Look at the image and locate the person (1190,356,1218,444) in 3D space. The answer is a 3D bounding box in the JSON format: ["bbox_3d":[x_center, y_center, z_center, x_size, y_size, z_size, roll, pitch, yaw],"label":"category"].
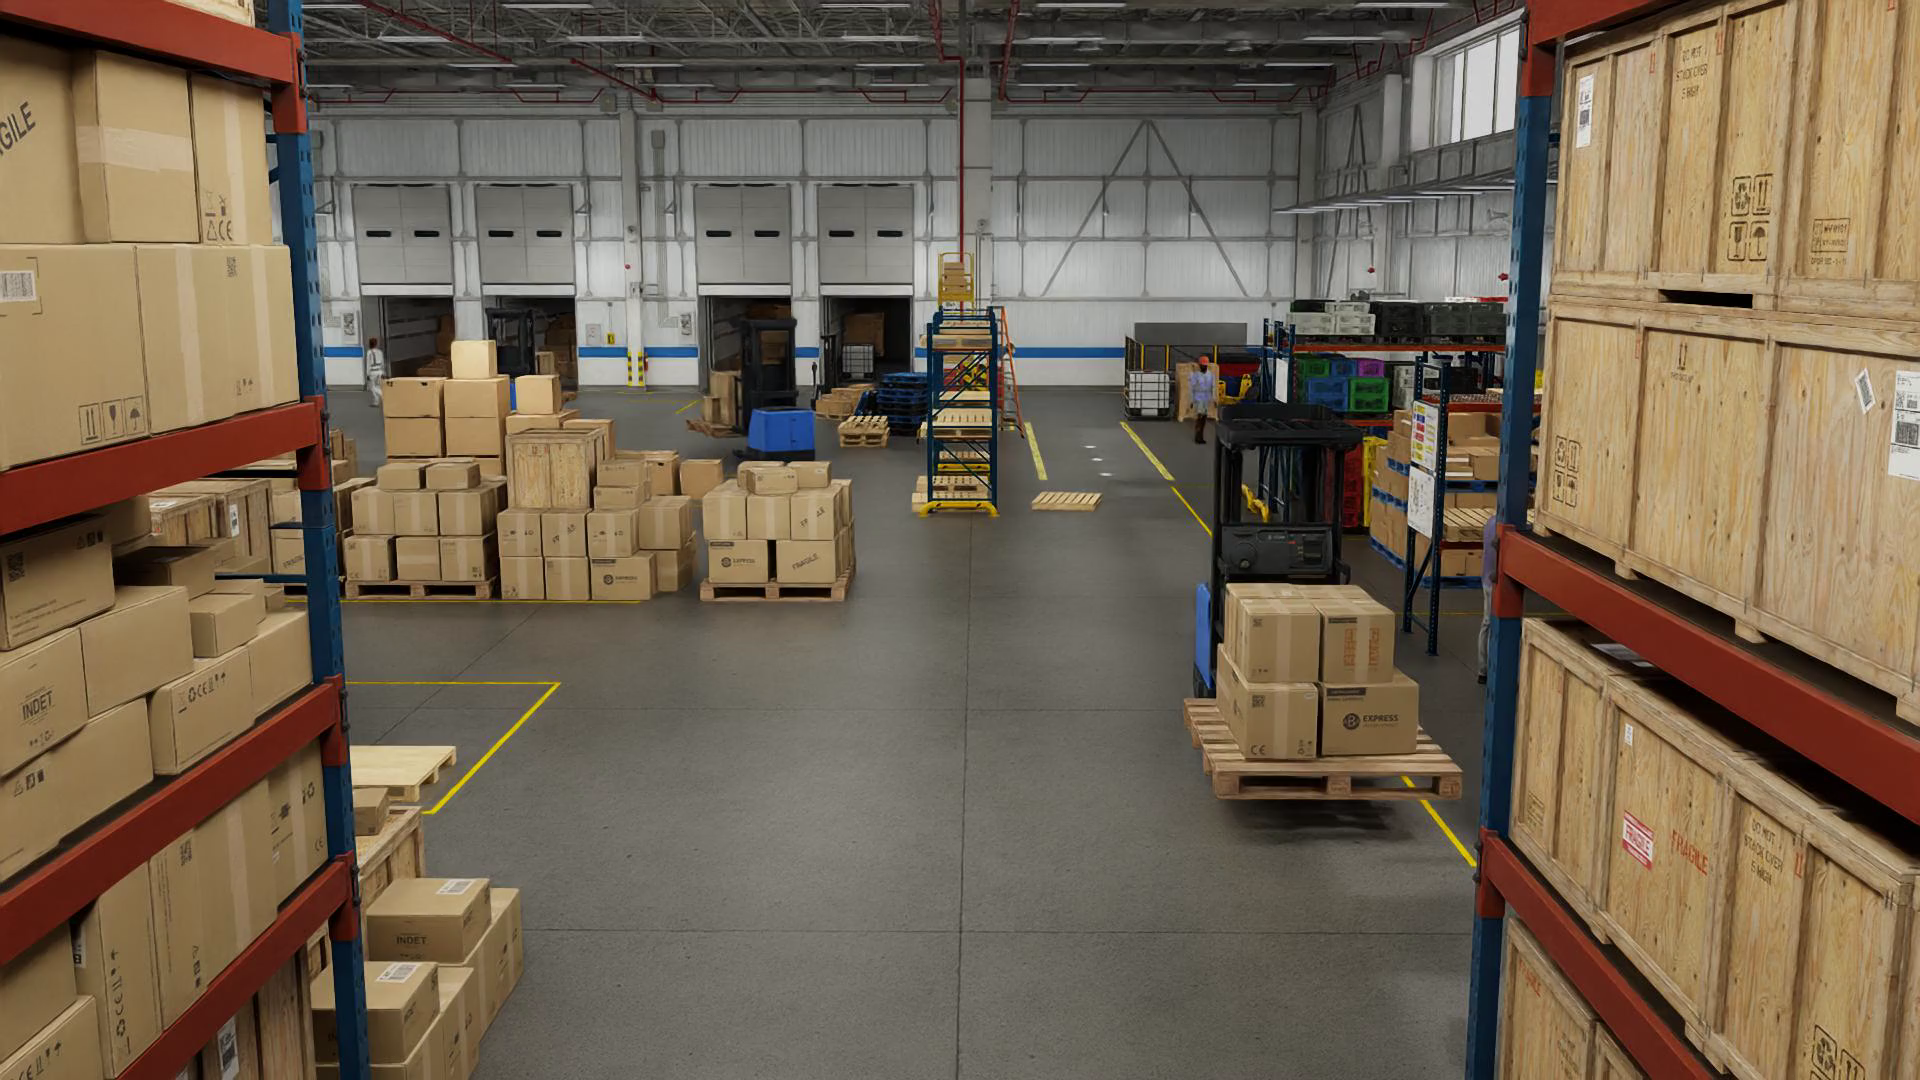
[{"bbox_3d":[5.263,-3.008,35.856,0.565,1.915,0.624,-4,11,-22],"label":"person"}]

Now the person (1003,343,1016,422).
[{"bbox_3d":[1.193,-3.850,40.628,0.372,1.940,0.627,0,10,1],"label":"person"}]

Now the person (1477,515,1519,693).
[{"bbox_3d":[5.129,0.464,15.753,0.372,1.936,0.627,0,10,1],"label":"person"}]

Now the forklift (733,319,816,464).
[{"bbox_3d":[-3.659,-2.948,32.713,1.129,2.768,1.873,-5,11,-26],"label":"forklift"}]

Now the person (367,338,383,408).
[{"bbox_3d":[-15.460,-4.422,44.122,0.582,1.869,0.586,3,10,16],"label":"person"}]

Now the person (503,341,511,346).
[{"bbox_3d":[-13.093,-4.925,47.788,0.754,1.611,0.524,-1,10,-9],"label":"person"}]

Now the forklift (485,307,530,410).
[{"bbox_3d":[-10.754,-4.150,39.646,1.129,2.768,1.873,0,10,1],"label":"forklift"}]

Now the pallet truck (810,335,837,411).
[{"bbox_3d":[-3.021,-4.312,43.126,1.885,1.965,0.823,3,10,17],"label":"pallet truck"}]

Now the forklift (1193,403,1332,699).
[{"bbox_3d":[2.696,0.207,14.509,1.129,2.768,1.873,0,10,1],"label":"forklift"}]
